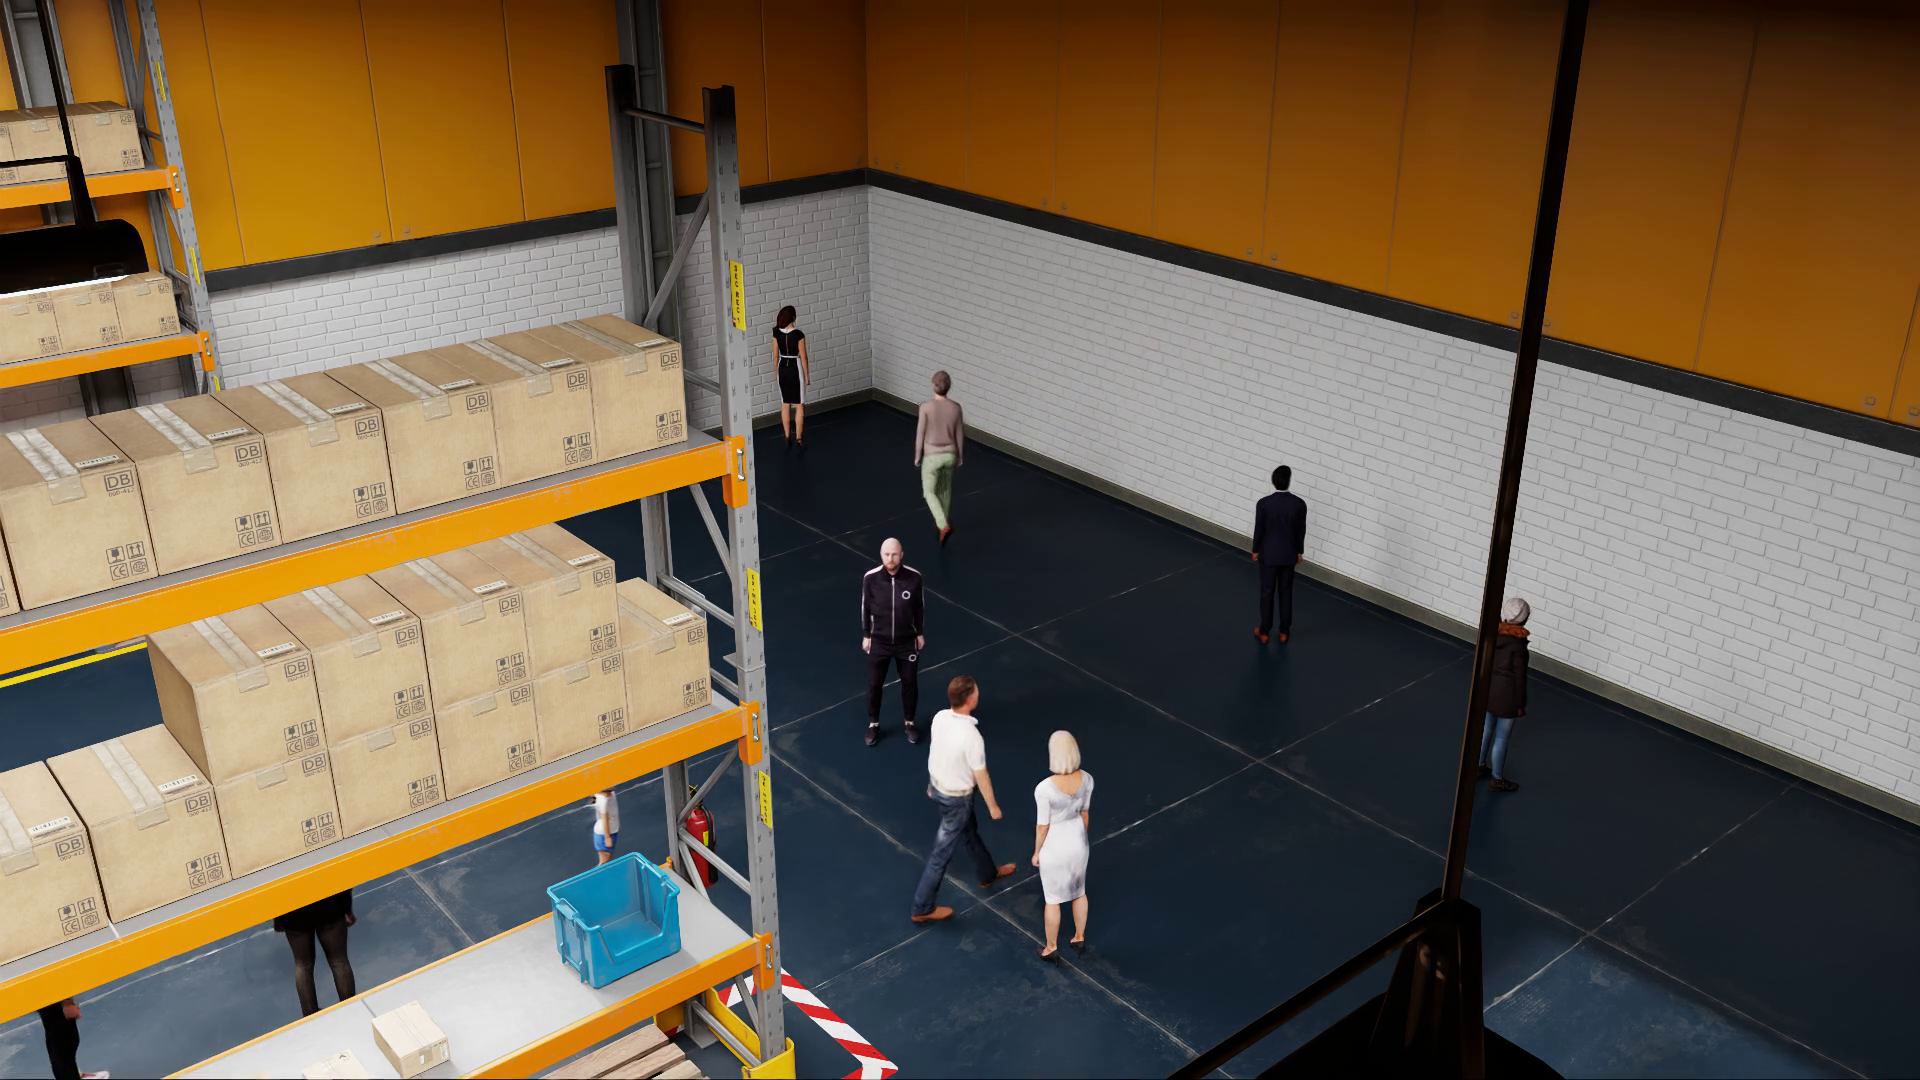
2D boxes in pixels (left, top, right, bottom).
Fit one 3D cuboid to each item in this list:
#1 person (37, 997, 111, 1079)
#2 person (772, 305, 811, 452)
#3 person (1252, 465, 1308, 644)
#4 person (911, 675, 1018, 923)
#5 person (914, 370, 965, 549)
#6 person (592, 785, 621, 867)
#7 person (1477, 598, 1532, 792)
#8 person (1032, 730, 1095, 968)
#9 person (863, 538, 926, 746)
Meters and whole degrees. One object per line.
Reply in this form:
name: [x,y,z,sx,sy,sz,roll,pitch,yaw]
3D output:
person: [-5.333,2.585,9.714,0.634,1.766,0.678,-13,27,-27]
person: [-2.037,-1.953,20.048,0.701,1.805,0.732,7,25,16]
person: [2.937,0.135,15.369,0.678,1.726,0.759,0,24,0]
person: [-0.141,1.811,11.421,1.200,1.817,0.852,-11,26,-24]
person: [-0.194,-0.814,17.386,1.112,1.851,0.975,-8,25,-18]
person: [-2.529,2.052,11.869,0.537,1.017,0.483,0,24,1]
person: [4.258,1.197,13.051,0.716,1.637,0.710,-9,25,-19]
person: [0.690,2.034,10.994,0.524,1.751,0.671,-11,26,-23]
person: [-0.549,0.816,13.676,0.729,1.836,0.821,-1,24,-3]
